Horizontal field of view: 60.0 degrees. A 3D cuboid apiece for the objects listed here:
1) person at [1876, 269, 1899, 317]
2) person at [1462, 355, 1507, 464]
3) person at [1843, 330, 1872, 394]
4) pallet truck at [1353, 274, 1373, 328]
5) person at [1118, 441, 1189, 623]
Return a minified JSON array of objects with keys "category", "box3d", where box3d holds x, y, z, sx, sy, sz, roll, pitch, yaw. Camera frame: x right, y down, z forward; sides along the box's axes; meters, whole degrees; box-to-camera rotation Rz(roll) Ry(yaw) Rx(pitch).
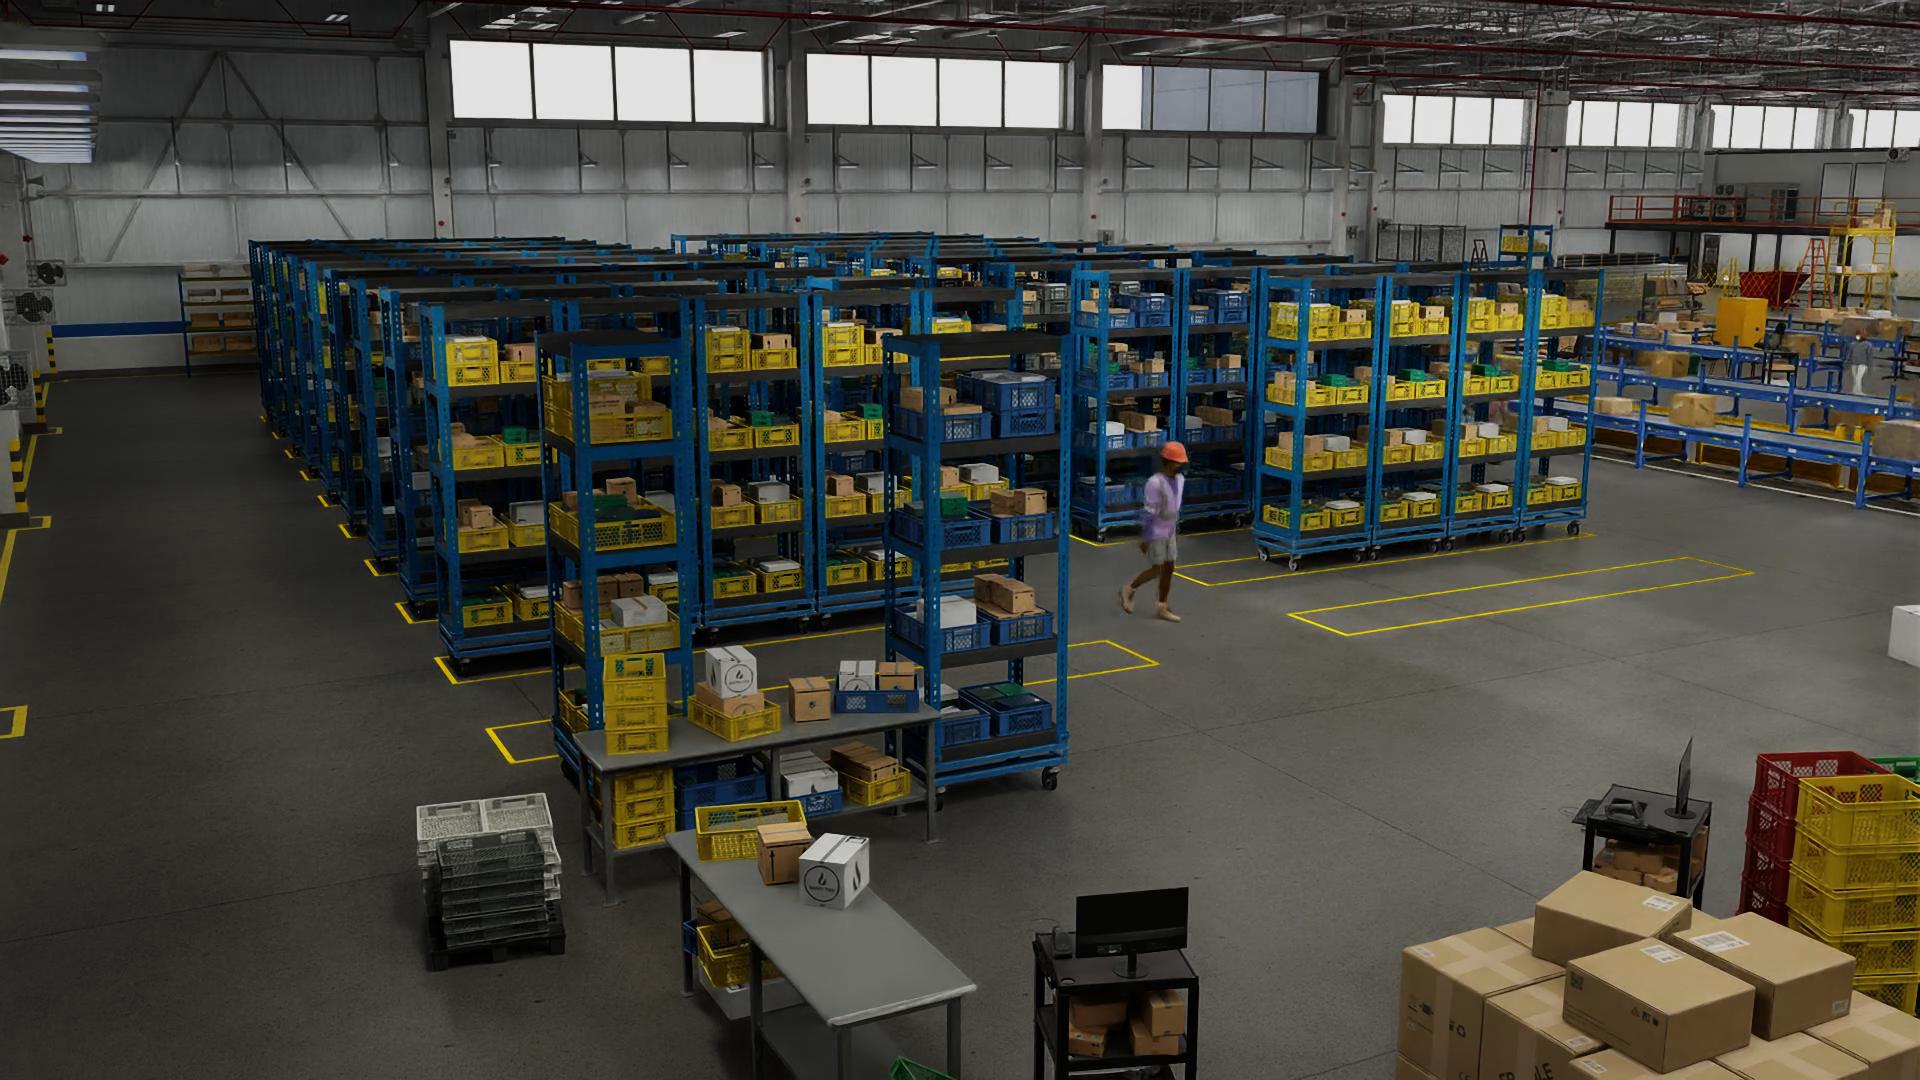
[{"category":"person","box3d":[33.388,-8.866,59.704,0.494,1.718,0.720,-8,14,-32]},{"category":"person","box3d":[9.027,-2.252,28.490,0.651,1.852,1.040,-6,13,-24]},{"category":"person","box3d":[19.464,-3.767,36.143,0.829,1.588,0.530,-7,14,-28]},{"category":"pallet truck","box3d":[13.011,-8.050,55.243,0.823,1.965,1.885,-7,14,-28]},{"category":"person","box3d":[2.136,-0.097,18.030,0.737,2.015,0.620,10,16,40]}]
